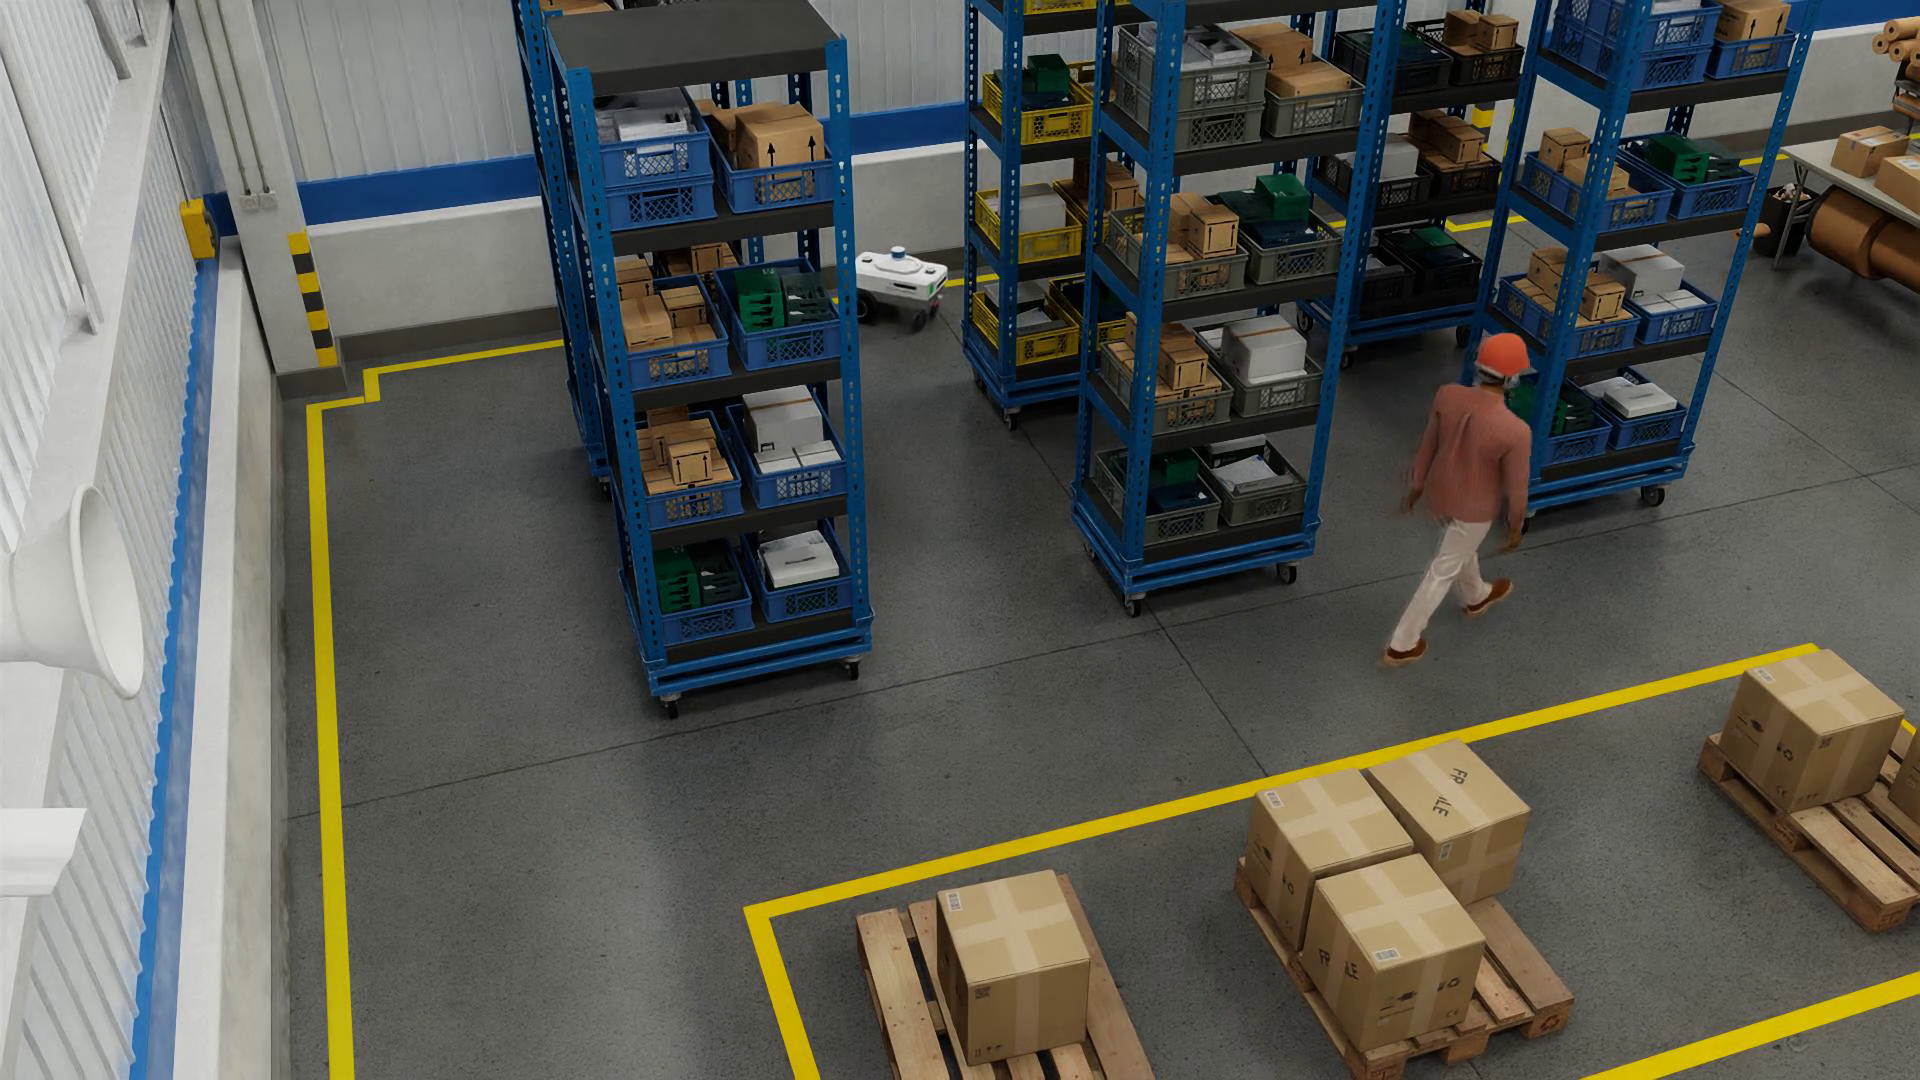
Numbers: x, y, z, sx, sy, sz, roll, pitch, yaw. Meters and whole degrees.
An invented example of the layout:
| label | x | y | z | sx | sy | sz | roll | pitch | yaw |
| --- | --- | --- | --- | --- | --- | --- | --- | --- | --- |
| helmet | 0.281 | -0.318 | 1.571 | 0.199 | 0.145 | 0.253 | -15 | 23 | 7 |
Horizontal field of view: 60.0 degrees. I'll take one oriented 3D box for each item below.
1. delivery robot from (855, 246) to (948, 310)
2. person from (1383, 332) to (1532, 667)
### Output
| label | x | y | z | sx | sy | sz | roll | pitch | yaw |
| --- | --- | --- | --- | --- | --- | --- | --- | --- | --- |
| delivery robot | -0.459 | -1.968 | 12.499 | 0.707 | 0.478 | 0.477 | 13 | 37 | 17 |
| person | 2.763 | -0.231 | 8.919 | 1.049 | 1.939 | 0.646 | -20 | 40 | -25 |
